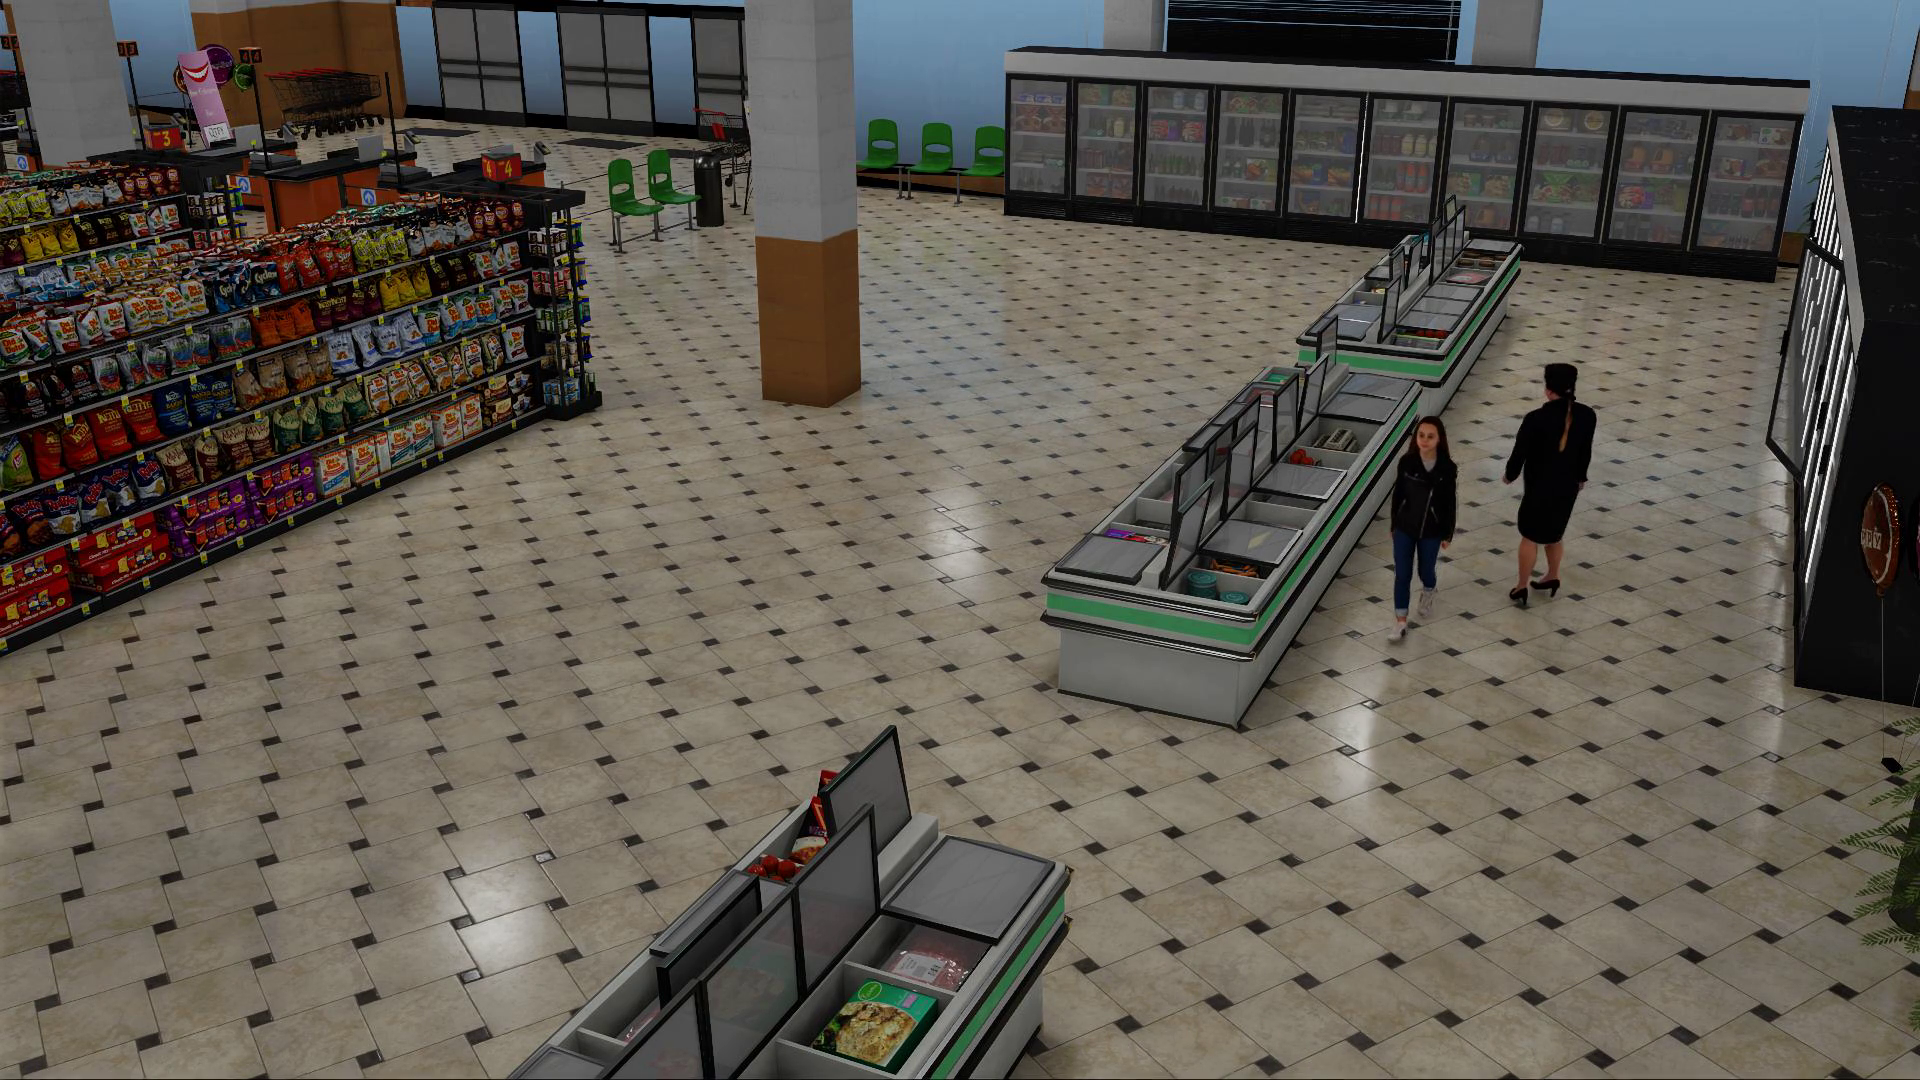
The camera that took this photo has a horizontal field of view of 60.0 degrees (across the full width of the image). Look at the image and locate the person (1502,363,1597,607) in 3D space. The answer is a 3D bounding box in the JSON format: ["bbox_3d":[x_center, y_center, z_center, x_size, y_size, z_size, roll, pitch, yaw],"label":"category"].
[{"bbox_3d":[3.883,-0.334,11.023,0.820,1.664,0.873,-5,22,-12],"label":"person"}]

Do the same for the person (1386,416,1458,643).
[{"bbox_3d":[2.973,-0.099,10.707,0.563,1.465,0.882,10,24,24],"label":"person"}]
